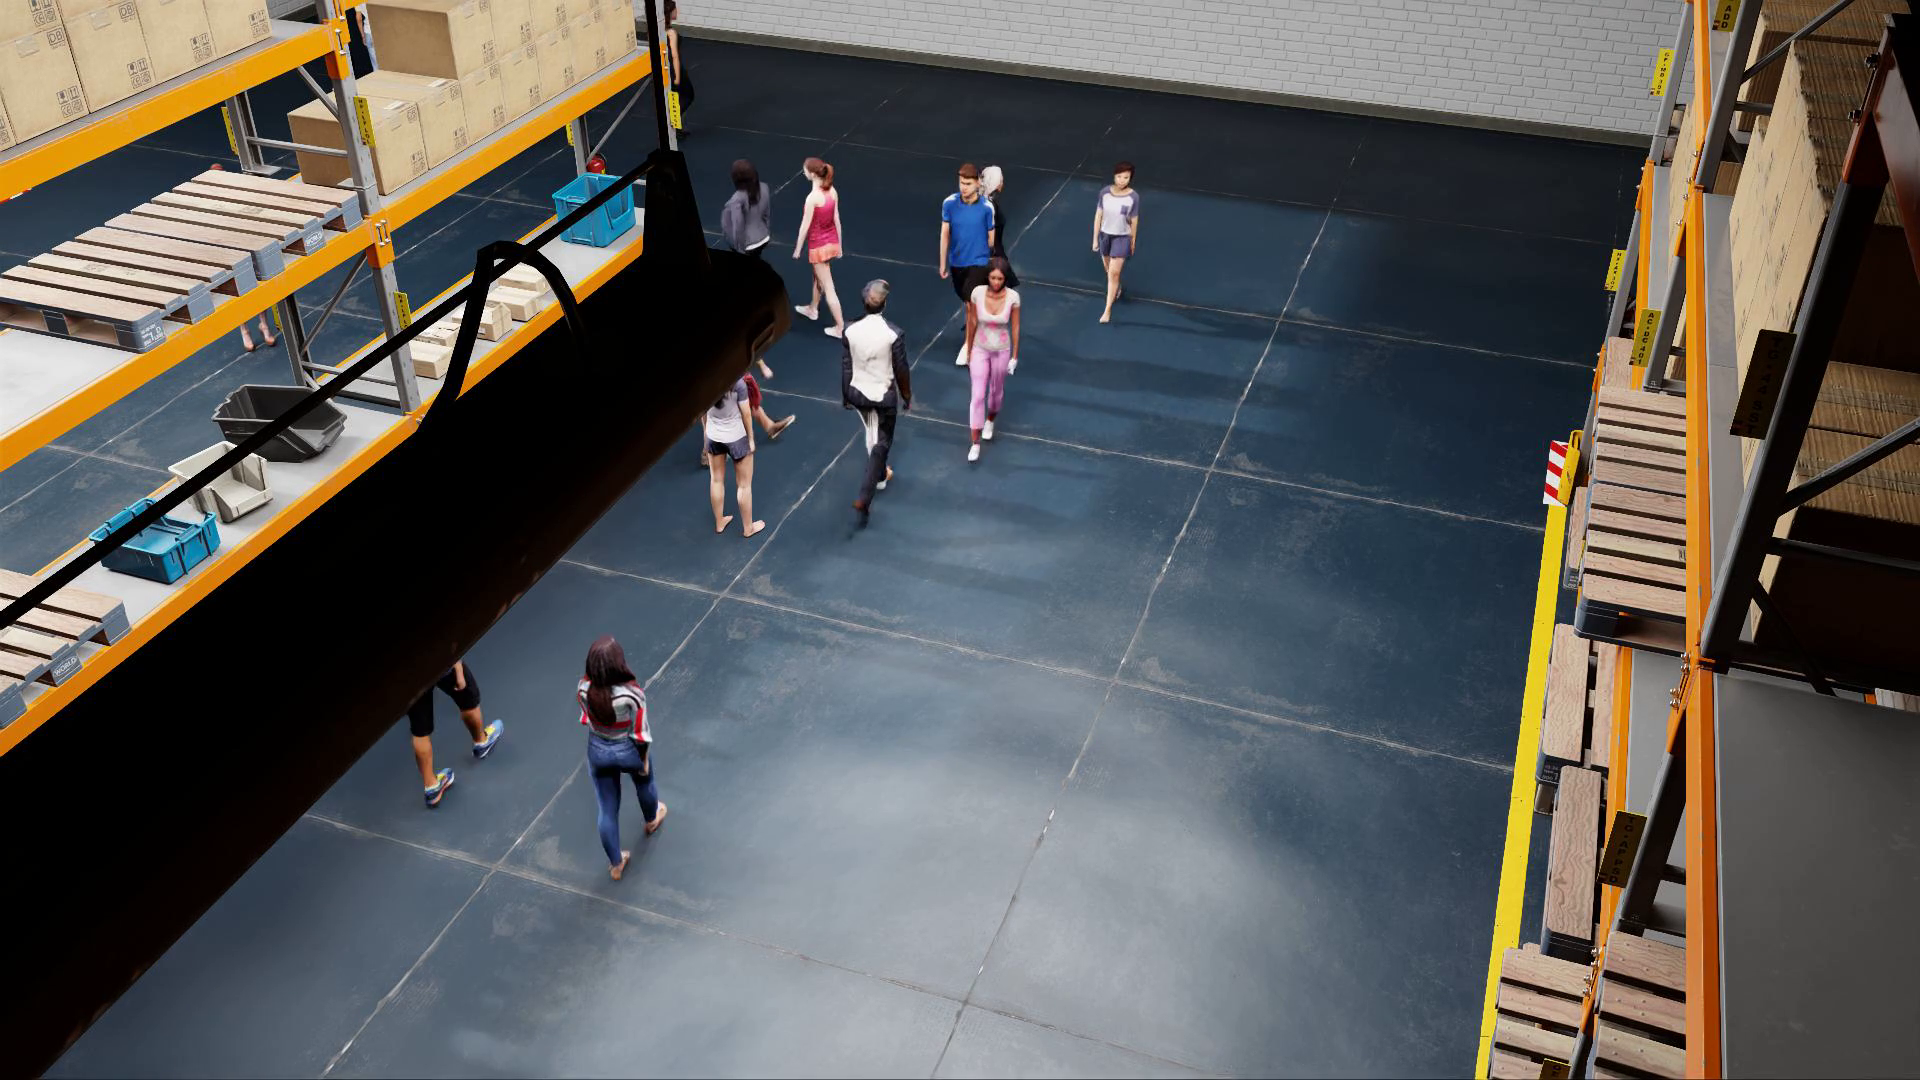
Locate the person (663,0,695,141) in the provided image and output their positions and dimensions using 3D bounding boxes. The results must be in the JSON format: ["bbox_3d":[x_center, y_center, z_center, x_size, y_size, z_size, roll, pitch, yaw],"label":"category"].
[{"bbox_3d":[-3.480,-5.546,19.763,0.764,1.679,0.716,-23,40,-30],"label":"person"}]

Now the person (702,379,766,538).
[{"bbox_3d":[-1.764,-0.796,12.592,0.591,1.706,0.523,13,36,18],"label":"person"}]

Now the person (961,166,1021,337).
[{"bbox_3d":[0.181,-2.556,15.218,0.885,1.730,0.841,-4,34,-6],"label":"person"}]

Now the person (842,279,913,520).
[{"bbox_3d":[-0.694,-1.050,12.837,0.677,1.857,1.144,12,35,17],"label":"person"}]

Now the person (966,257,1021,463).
[{"bbox_3d":[0.277,-1.576,13.756,0.765,1.715,1.029,3,34,5],"label":"person"}]

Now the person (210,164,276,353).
[{"bbox_3d":[-6.594,-2.564,15.173,0.610,1.792,0.692,-19,38,-26],"label":"person"}]

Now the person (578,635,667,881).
[{"bbox_3d":[-1.997,1.288,9.564,0.727,1.586,0.924,3,34,4],"label":"person"}]

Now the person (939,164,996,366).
[{"bbox_3d":[0.116,-2.576,15.158,0.705,1.830,1.197,10,35,14],"label":"person"}]

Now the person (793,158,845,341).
[{"bbox_3d":[-1.205,-2.667,15.392,0.737,1.721,0.923,20,38,27],"label":"person"}]

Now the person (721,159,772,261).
[{"bbox_3d":[-1.942,-2.816,15.747,0.846,1.576,0.905,20,39,27],"label":"person"}]

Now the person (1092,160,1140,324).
[{"bbox_3d":[1.505,-2.920,15.947,0.591,1.529,1.006,14,36,20],"label":"person"}]
